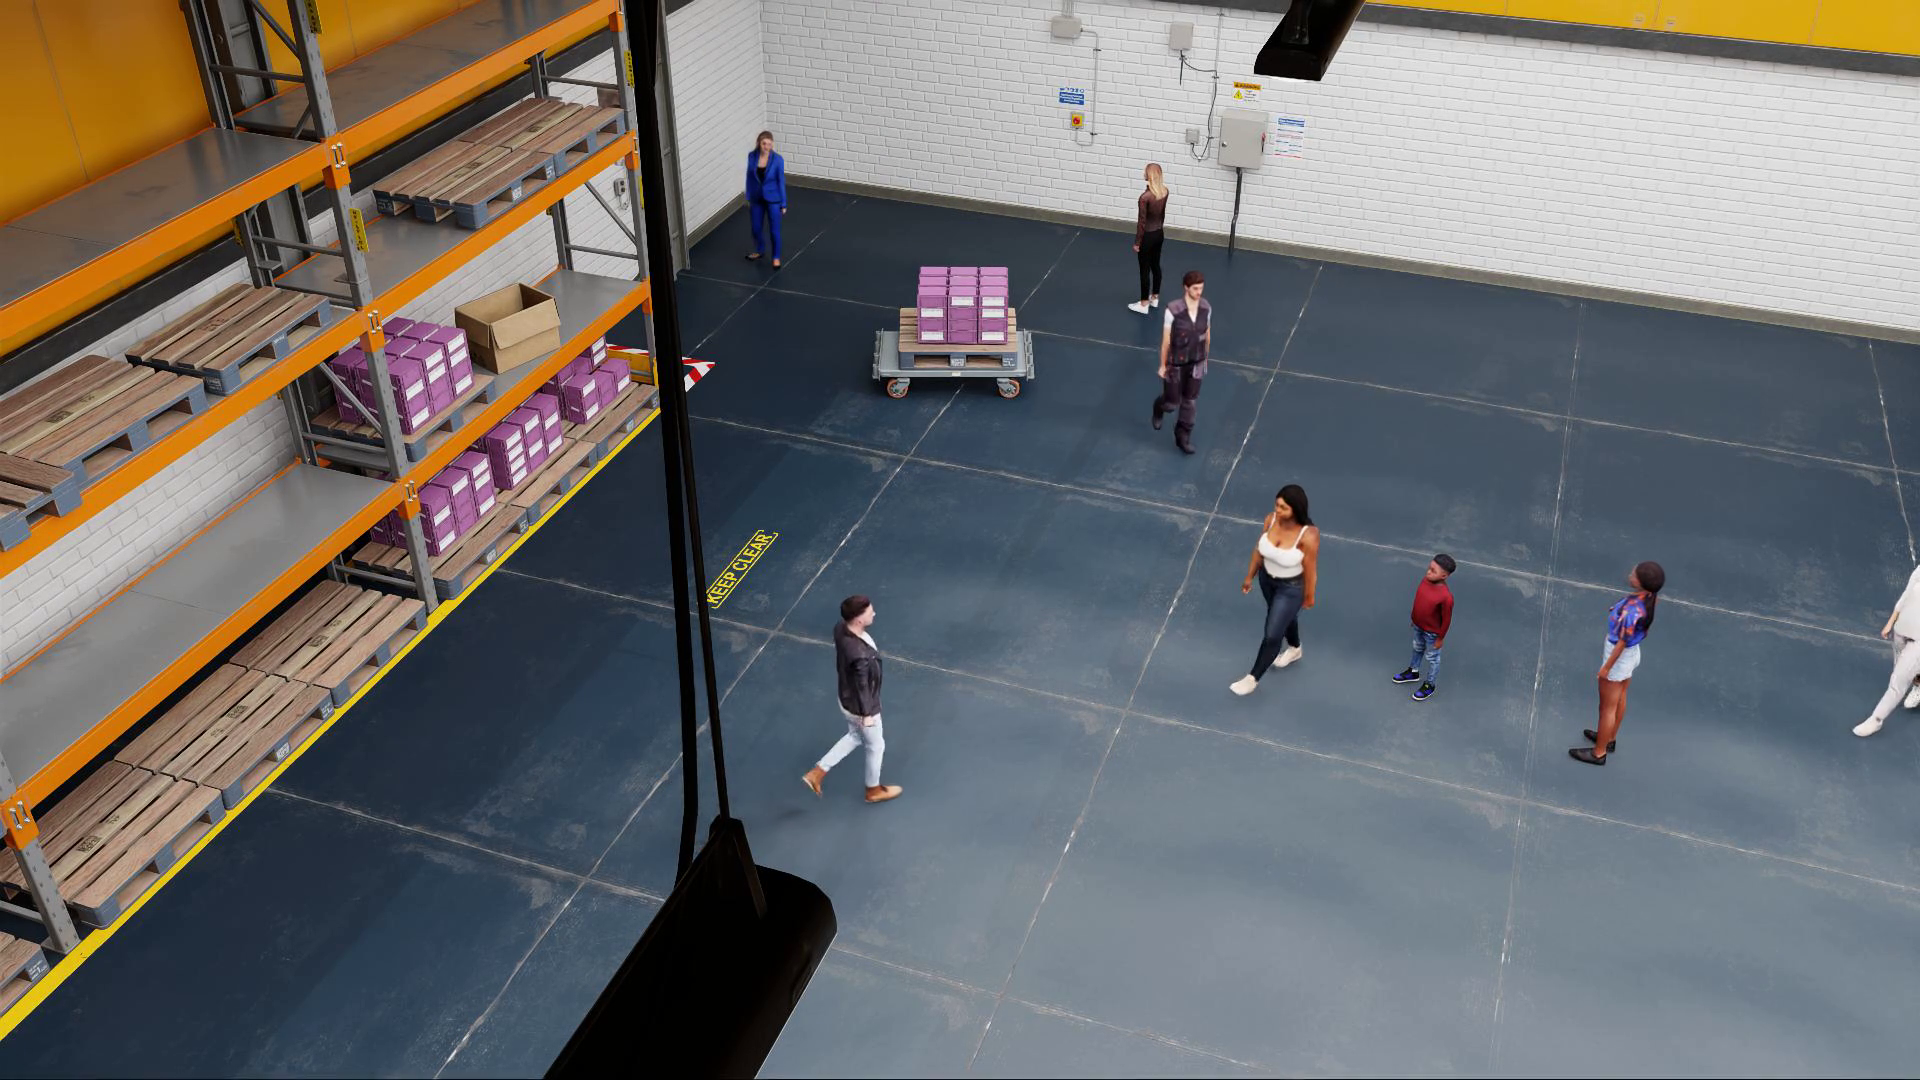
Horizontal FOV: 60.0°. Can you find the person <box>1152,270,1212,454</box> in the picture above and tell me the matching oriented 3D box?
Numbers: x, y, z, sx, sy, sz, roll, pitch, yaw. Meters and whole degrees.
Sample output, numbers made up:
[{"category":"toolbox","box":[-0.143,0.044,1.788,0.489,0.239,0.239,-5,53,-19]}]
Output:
[{"category":"person","box":[2.084,-1.733,15.810,0.942,1.839,1.019,-11,35,-16]}]

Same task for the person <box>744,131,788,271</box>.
[{"category":"person","box":[-2.238,-3.927,19.266,0.773,1.667,0.679,15,37,22]}]

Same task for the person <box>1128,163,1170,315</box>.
[{"category":"person","box":[2.104,-3.334,18.340,0.729,1.705,0.577,27,42,34]}]

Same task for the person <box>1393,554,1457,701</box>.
[{"category":"person","box":[3.611,0.641,12.765,0.640,1.256,0.577,-14,36,-20]}]

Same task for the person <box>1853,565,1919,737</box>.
[{"category":"person","box":[7.161,0.680,12.343,1.120,1.658,1.046,-15,36,-21]}]

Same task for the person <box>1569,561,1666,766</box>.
[{"category":"person","box":[4.765,0.868,11.980,0.707,1.746,0.560,24,40,31]}]

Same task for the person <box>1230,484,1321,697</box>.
[{"category":"person","box":[2.553,0.325,12.781,1.219,1.763,1.067,-21,39,-28]}]

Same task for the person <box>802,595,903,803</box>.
[{"category":"person","box":[-0.767,1.140,11.508,1.061,1.816,1.016,-12,36,-18]}]
